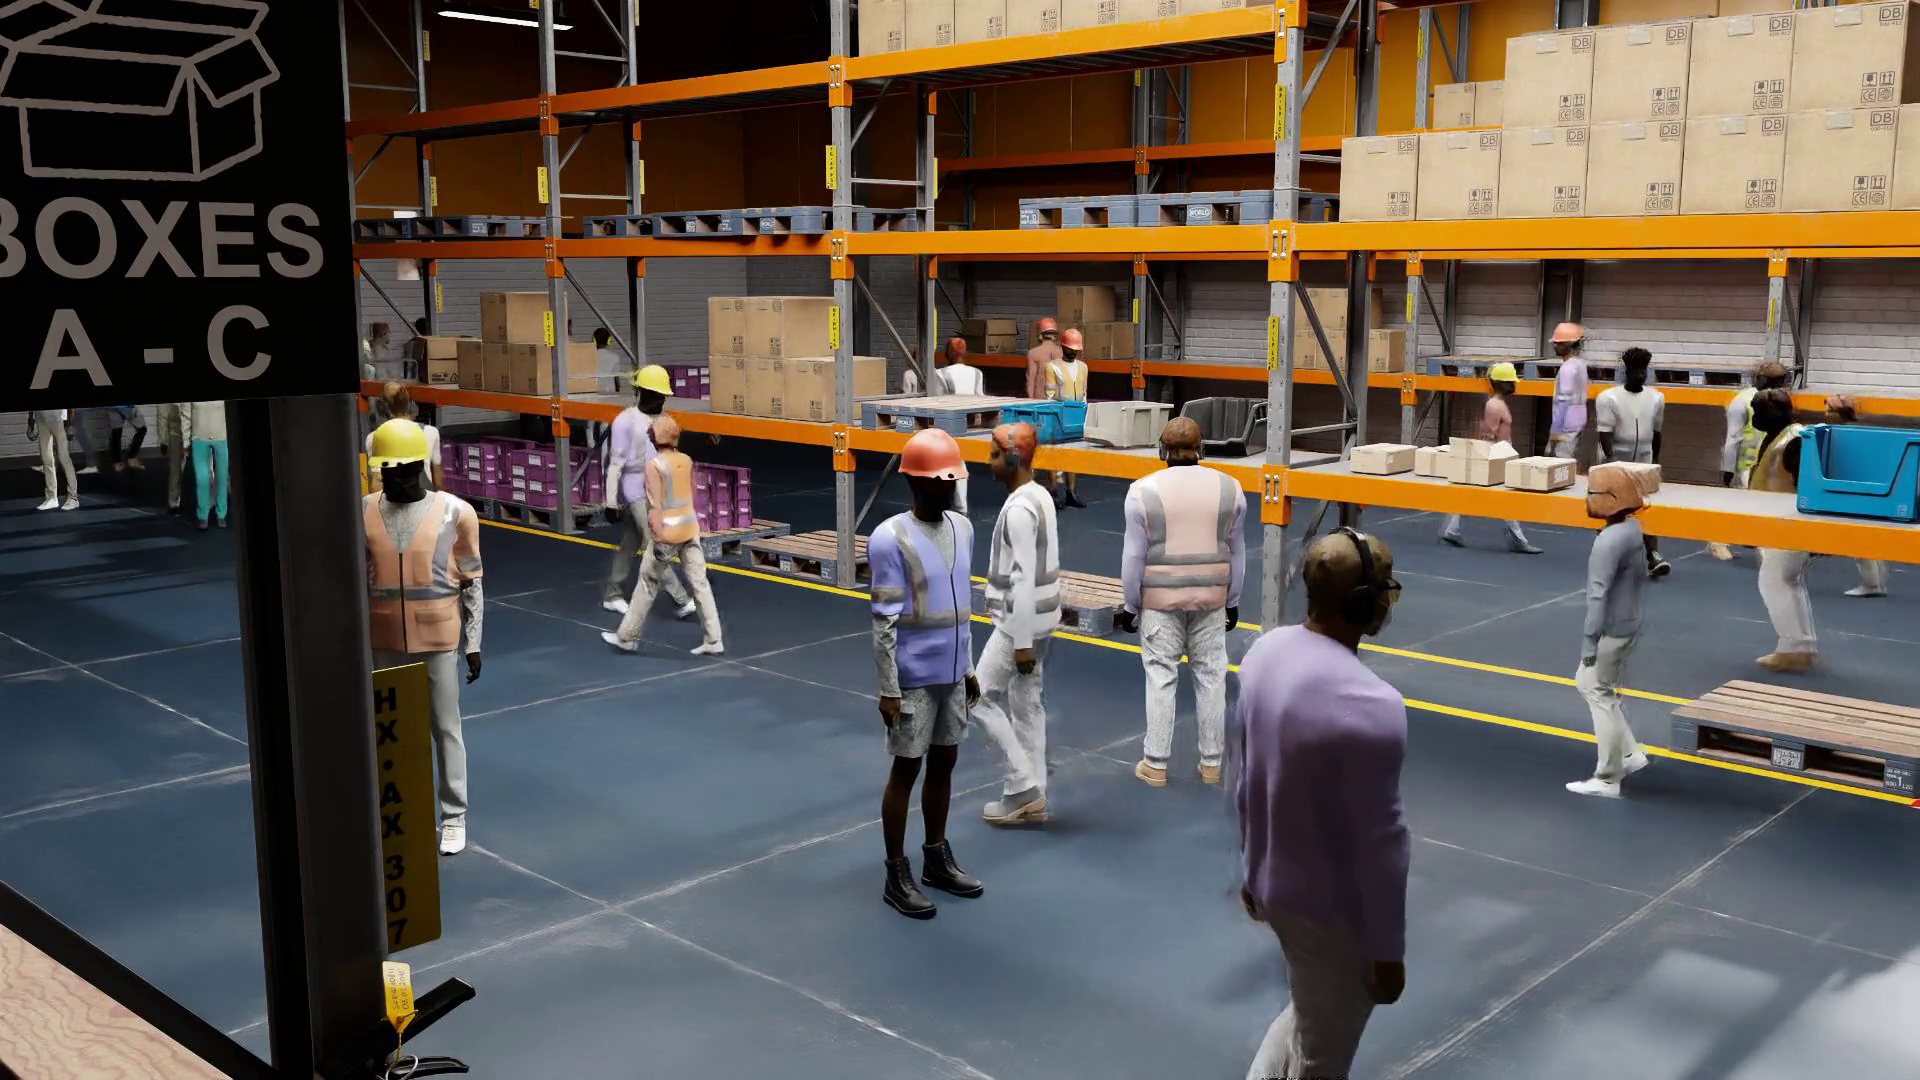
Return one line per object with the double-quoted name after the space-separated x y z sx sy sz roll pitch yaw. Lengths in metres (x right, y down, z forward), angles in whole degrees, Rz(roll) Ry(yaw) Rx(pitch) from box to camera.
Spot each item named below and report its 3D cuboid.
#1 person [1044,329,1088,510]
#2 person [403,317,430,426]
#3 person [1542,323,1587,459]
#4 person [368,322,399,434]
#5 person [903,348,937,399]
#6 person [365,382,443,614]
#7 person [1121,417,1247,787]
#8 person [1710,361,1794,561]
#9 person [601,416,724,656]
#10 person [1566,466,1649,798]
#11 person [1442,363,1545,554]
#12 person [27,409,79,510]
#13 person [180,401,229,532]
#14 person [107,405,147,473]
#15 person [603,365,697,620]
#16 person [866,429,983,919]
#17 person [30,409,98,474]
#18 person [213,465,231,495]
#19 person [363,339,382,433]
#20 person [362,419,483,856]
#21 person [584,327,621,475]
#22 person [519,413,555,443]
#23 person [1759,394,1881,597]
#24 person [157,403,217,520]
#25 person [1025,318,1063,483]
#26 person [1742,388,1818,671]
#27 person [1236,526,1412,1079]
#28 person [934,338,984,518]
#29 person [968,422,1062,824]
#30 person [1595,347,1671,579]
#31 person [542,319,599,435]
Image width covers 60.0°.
1.157 -1.285 17.741 0.543 1.928 0.373 -6 11 -32 "person"
-7.544 -2.149 23.170 0.592 1.893 0.785 5 10 26 "person"
6.041 -1.158 16.662 0.553 2.021 0.653 5 11 28 "person"
-7.754 -1.963 22.097 0.882 1.870 0.645 -5 11 -30 "person"
-0.492 -1.591 20.590 0.506 1.610 0.666 -6 11 -31 "person"
-3.786 -0.179 11.359 0.536 1.793 0.967 -6 11 -33 "person"
1.095 0.310 8.244 0.621 1.838 0.429 -1 9 -7 "person"
6.823 -0.644 14.261 0.630 1.791 0.981 -3 10 -20 "person"
-1.950 -0.019 11.000 0.861 1.590 0.520 5 10 26 "person"
3.114 0.444 8.056 0.344 1.617 0.530 7 11 36 "person"
4.832 -0.747 15.066 0.892 1.725 0.534 3 10 20 "person"
-9.657 -1.237 17.664 0.519 1.862 0.317 1 9 7 "person"
-7.298 -0.955 16.240 0.547 1.752 0.572 -5 10 -26 "person"
-10.444 -1.671 20.840 0.559 1.670 0.446 4 10 24 "person"
-2.238 -0.339 12.136 1.031 1.856 0.602 4 10 24 "person"
-0.111 0.520 6.636 0.357 1.936 0.551 8 12 41 "person"
-11.154 -1.591 20.622 0.786 1.596 0.505 -7 12 -38 "person"
-8.366 -1.315 18.647 0.557 1.682 0.396 -3 10 -16 "person"
-7.138 -1.542 19.917 0.501 1.720 0.470 4 10 22 "person"
-2.377 0.430 7.231 0.593 1.922 0.381 0 9 -1 "person"
-4.478 -1.710 20.630 0.575 1.834 0.481 -4 10 -24 "person"
-5.023 -1.627 19.807 0.974 1.946 0.632 8 12 41 "person"
6.795 -0.341 12.960 0.888 1.584 0.526 2 9 11 "person"
-7.862 -1.068 17.000 0.604 1.741 1.013 -8 12 -40 "person"
1.008 -1.691 20.117 0.653 1.956 0.872 -5 10 -26 "person"
5.307 -0.070 10.696 0.505 1.800 0.657 2 9 10 "person"
0.936 0.916 4.243 0.435 1.927 0.654 -3 10 -17 "person"
-0.084 -1.134 17.022 0.580 1.862 0.669 -7 11 -35 "person"
0.238 0.388 7.646 0.443 1.868 0.590 2 10 14 "person"
5.586 -0.636 13.820 0.602 1.897 1.024 0 9 0 "person"
-6.099 -2.532 25.787 0.961 1.791 0.583 -8 12 -40 "person"
